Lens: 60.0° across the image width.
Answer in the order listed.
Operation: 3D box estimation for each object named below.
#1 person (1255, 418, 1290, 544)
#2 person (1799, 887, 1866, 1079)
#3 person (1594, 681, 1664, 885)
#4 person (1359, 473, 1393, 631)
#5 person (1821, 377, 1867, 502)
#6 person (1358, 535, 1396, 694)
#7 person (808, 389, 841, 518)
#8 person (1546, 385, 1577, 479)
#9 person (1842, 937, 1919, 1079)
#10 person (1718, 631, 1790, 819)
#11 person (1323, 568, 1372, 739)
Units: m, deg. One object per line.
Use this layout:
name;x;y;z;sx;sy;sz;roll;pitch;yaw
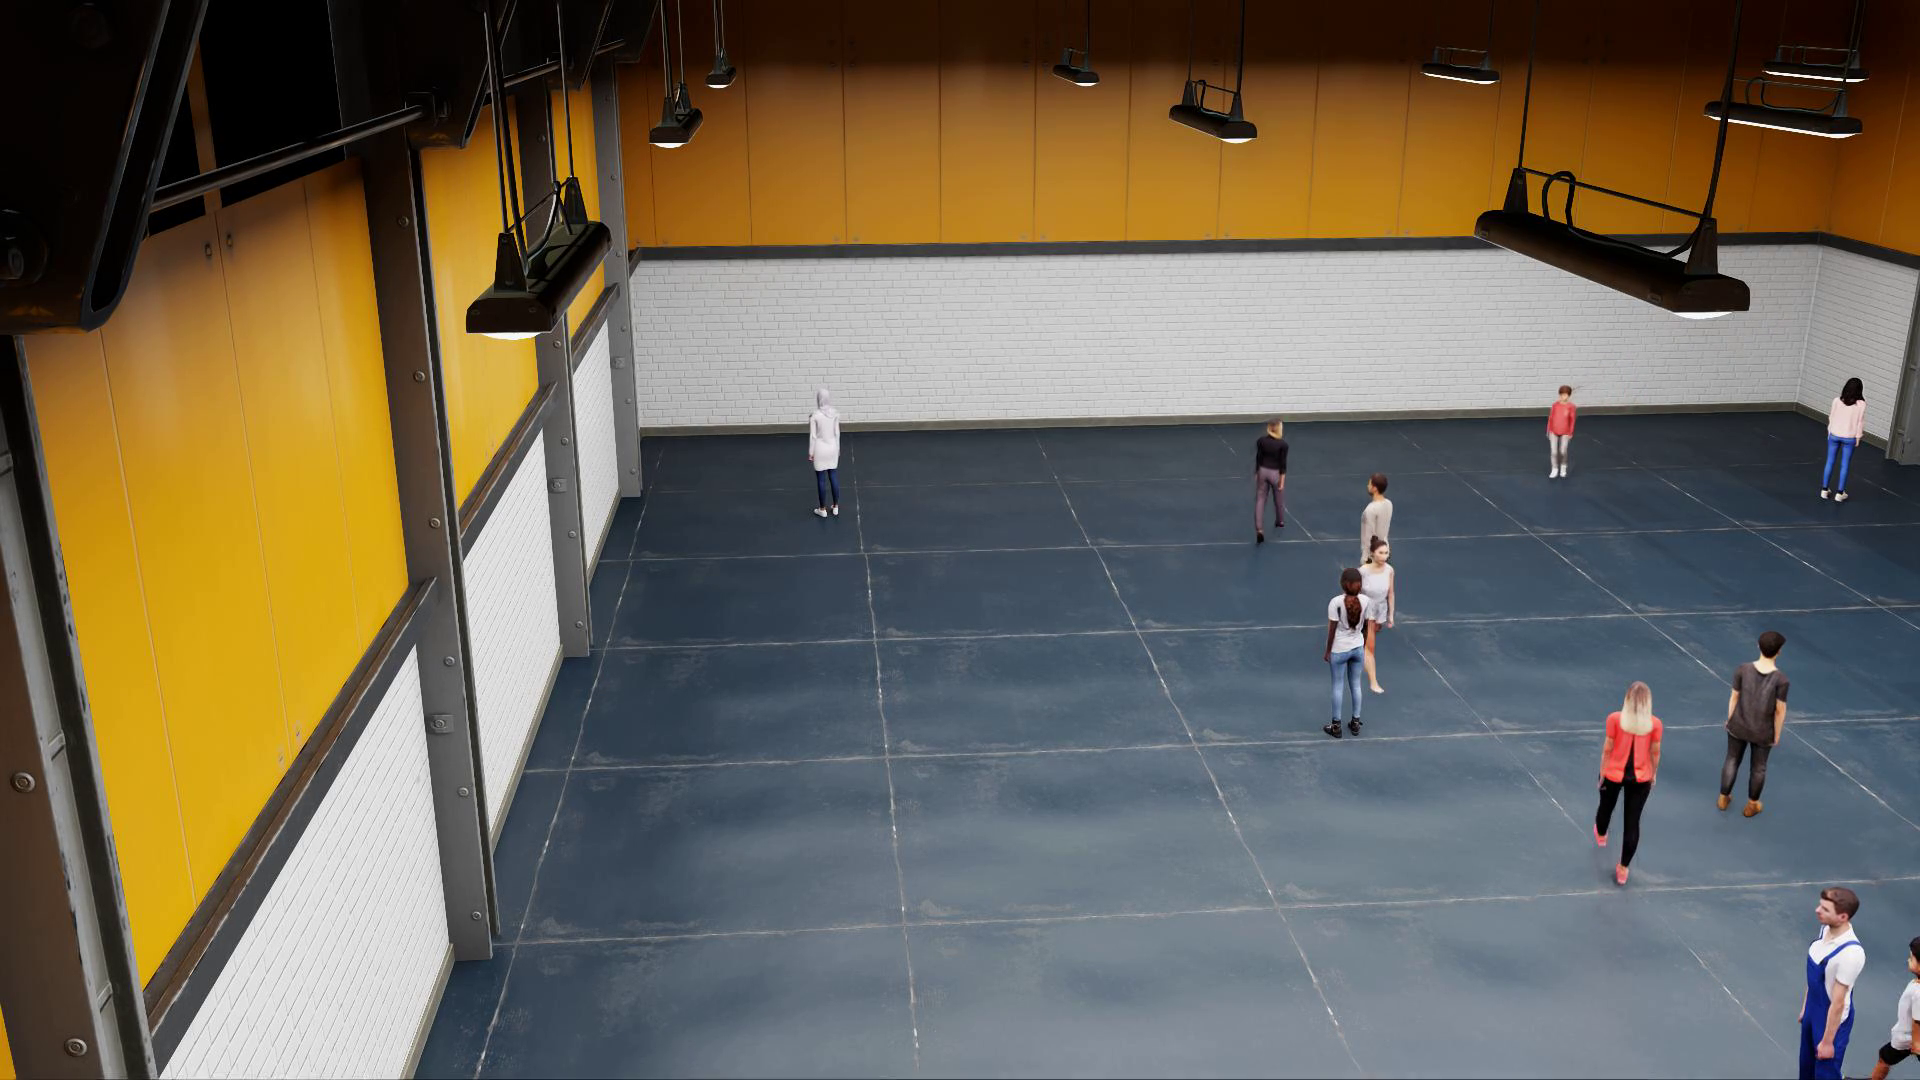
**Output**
person;4.020;-0.743;21.756;0.956;1.633;1.120;9;21;25
person;5.406;2.983;10.359;0.723;1.847;0.572;3;19;8
person;5.445;2.002;13.571;0.885;1.655;1.141;6;19;16
person;4.671;0.156;18.725;0.792;1.865;0.730;15;24;37
person;12.548;-1.449;23.646;0.698;1.766;0.770;17;25;40
person;4.288;0.740;17.460;0.708;1.564;1.119;-5;19;-15
person;-1.861;-1.207;22.914;0.693;1.775;0.675;-10;21;-27
person;8.949;-1.623;24.727;0.643;1.406;0.702;13;23;34
person;6.247;3.182;10.732;0.822;1.231;0.935;-17;25;-41
person;6.983;1.614;14.637;0.699;1.711;0.754;14;23;36
person;3.772;1.086;16.190;0.619;1.719;0.566;-4;19;-13
